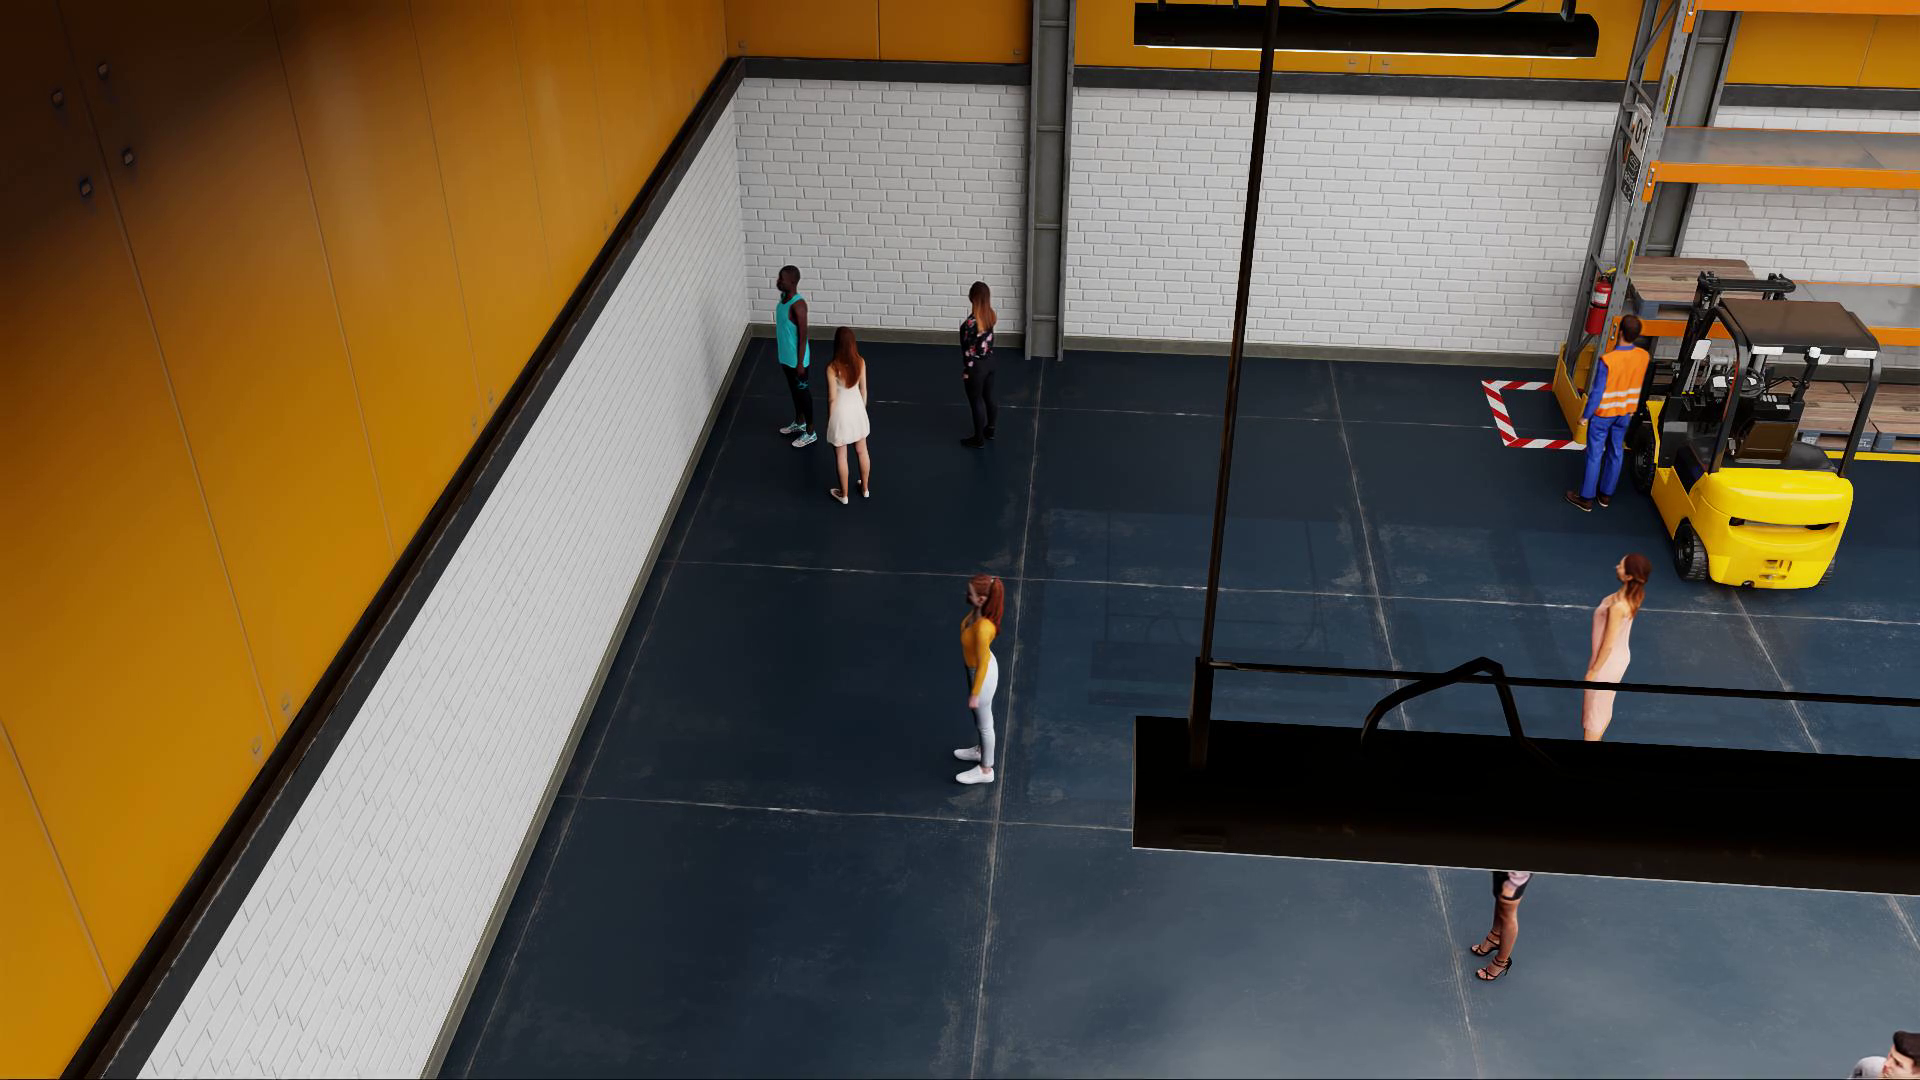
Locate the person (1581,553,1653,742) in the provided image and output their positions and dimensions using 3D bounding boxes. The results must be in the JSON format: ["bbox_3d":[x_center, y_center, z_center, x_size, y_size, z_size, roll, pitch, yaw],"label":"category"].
[{"bbox_3d":[4.573,0.865,11.716,0.671,1.832,0.656,22,40,30],"label":"person"}]

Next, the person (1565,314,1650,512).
[{"bbox_3d":[5.735,-1.125,14.682,0.696,1.862,0.843,-10,35,-15],"label":"person"}]

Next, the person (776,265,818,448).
[{"bbox_3d":[-1.546,-1.742,15.657,0.705,1.810,0.700,-16,37,-22],"label":"person"}]

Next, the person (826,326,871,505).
[{"bbox_3d":[-1.001,-1.119,14.809,0.621,1.711,0.709,-18,37,-24],"label":"person"}]

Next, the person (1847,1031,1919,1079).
[{"bbox_3d":[4.484,3.119,8.275,0.654,1.887,0.731,-6,34,-9],"label":"person"}]

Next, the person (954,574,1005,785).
[{"bbox_3d":[0.149,0.956,11.651,0.582,1.751,0.591,0,34,0],"label":"person"}]

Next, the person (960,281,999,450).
[{"bbox_3d":[0.191,-1.650,15.635,0.665,1.681,0.647,22,39,29],"label":"person"}]
